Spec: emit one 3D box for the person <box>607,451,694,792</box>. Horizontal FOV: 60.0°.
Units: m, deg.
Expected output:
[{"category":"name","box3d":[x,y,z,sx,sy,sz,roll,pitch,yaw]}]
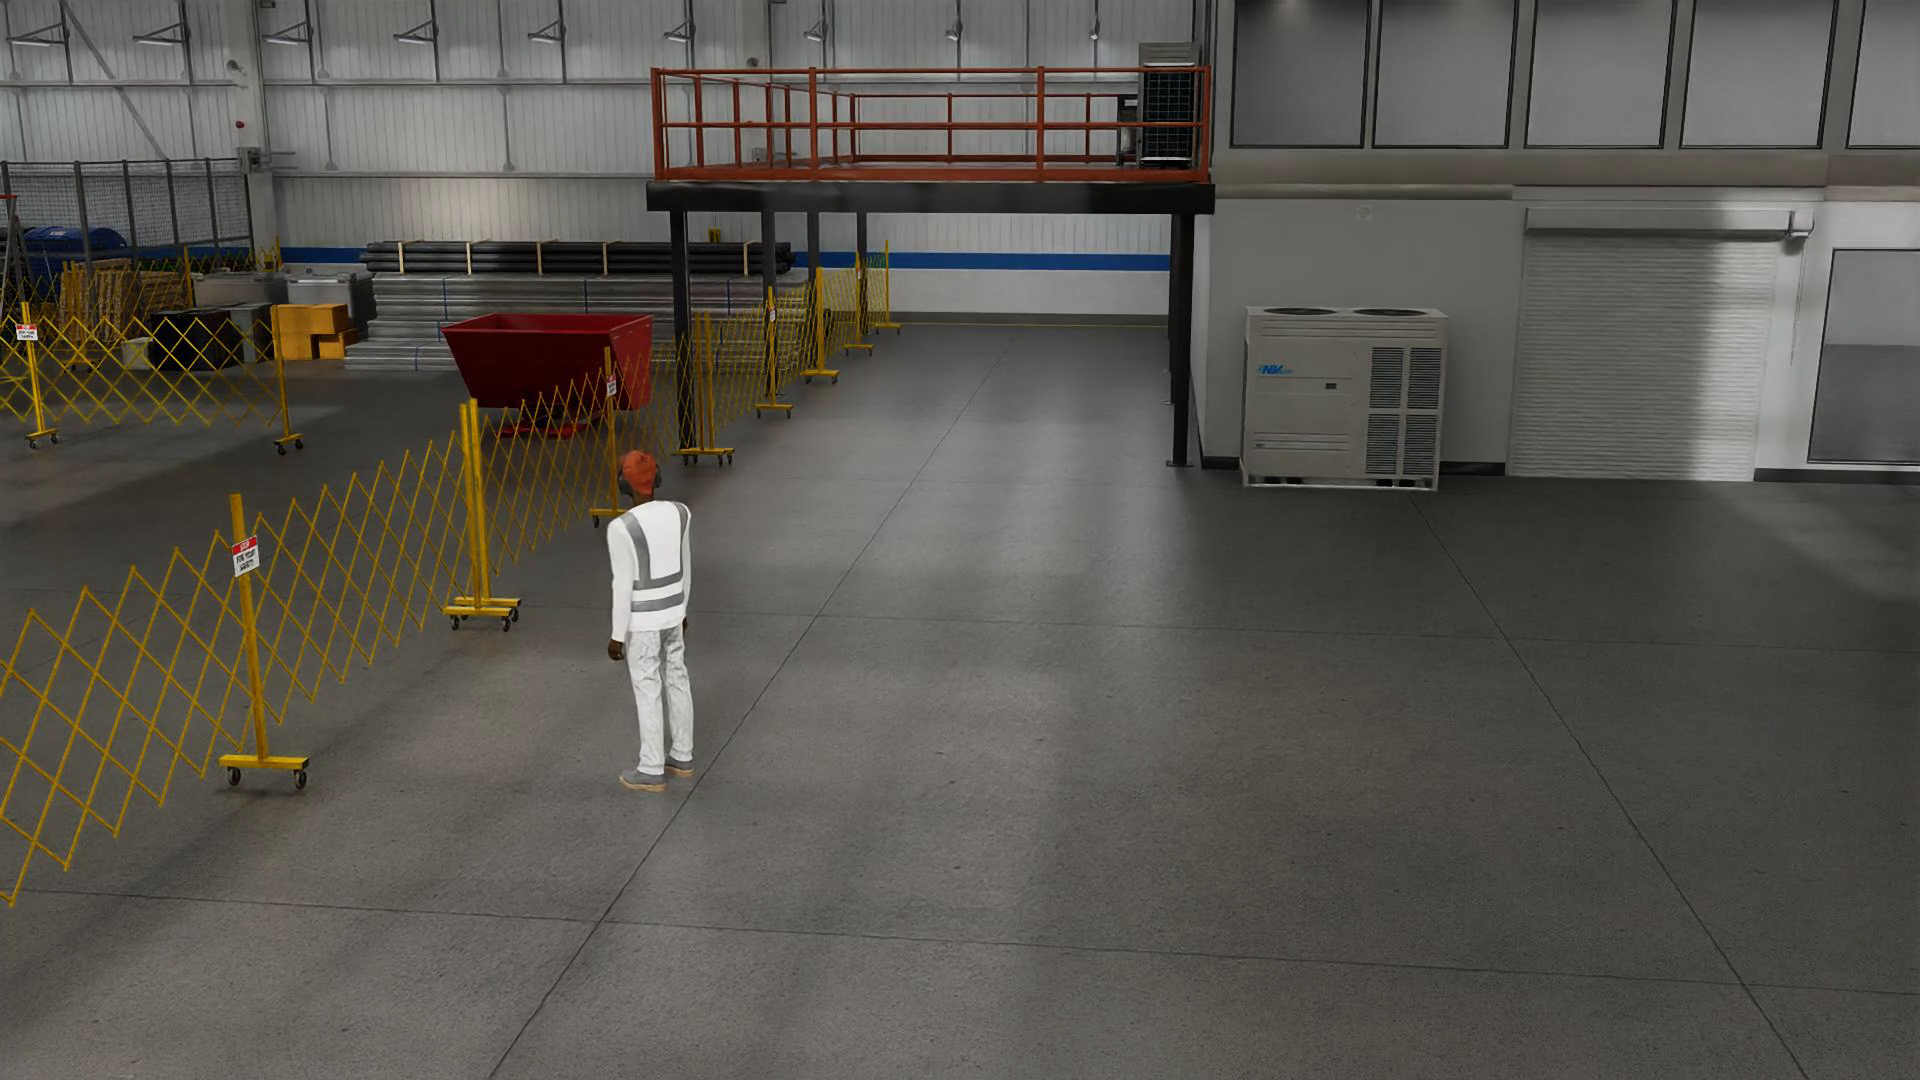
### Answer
[{"category":"person","box3d":[-1.686,0.439,9.070,0.356,1.885,0.573,9,17,33]}]
